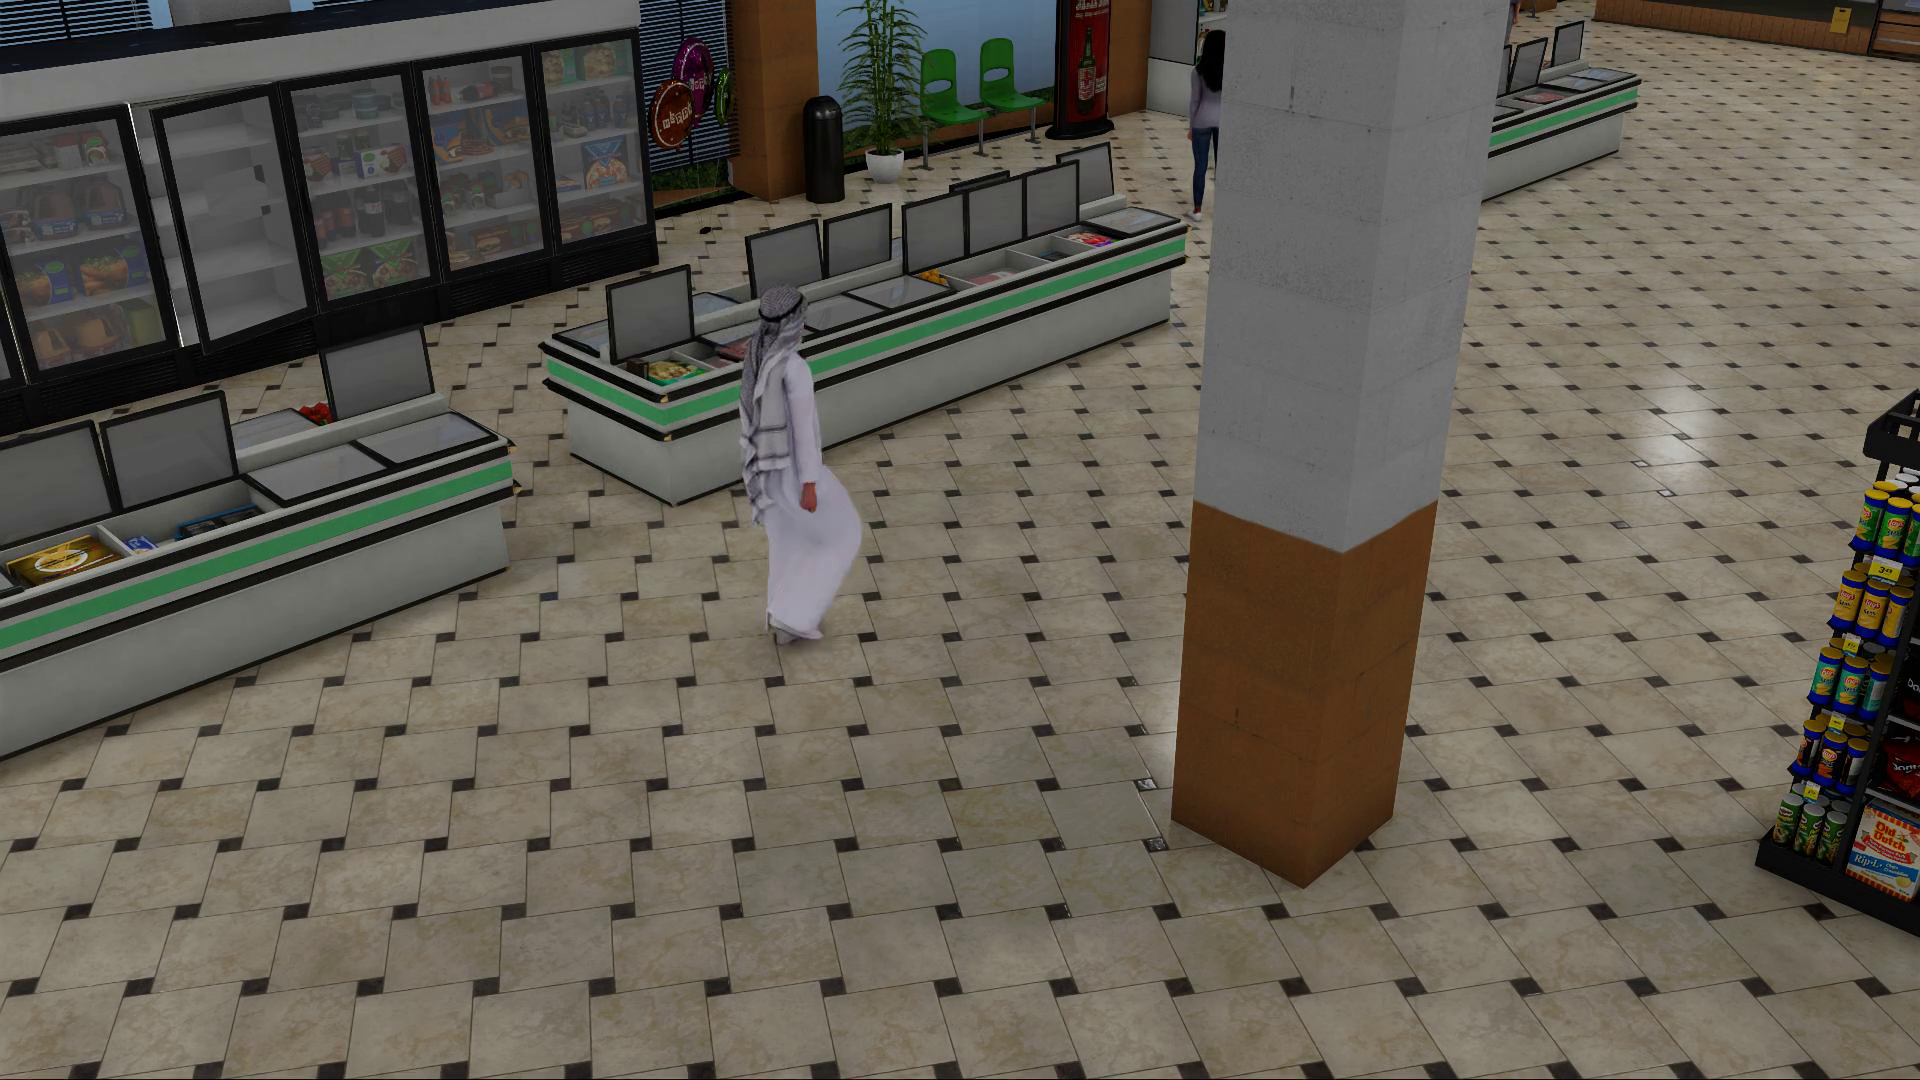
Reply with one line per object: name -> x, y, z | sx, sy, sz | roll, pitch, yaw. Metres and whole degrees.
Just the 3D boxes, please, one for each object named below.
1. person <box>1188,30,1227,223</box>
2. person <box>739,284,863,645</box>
person -> 2.325, -3.807, 15.318 | 0.676, 1.735, 0.732 | 0, 27, 1
person -> -0.911, -0.309, 8.224 | 0.797, 1.911, 0.739 | -19, 33, -33
